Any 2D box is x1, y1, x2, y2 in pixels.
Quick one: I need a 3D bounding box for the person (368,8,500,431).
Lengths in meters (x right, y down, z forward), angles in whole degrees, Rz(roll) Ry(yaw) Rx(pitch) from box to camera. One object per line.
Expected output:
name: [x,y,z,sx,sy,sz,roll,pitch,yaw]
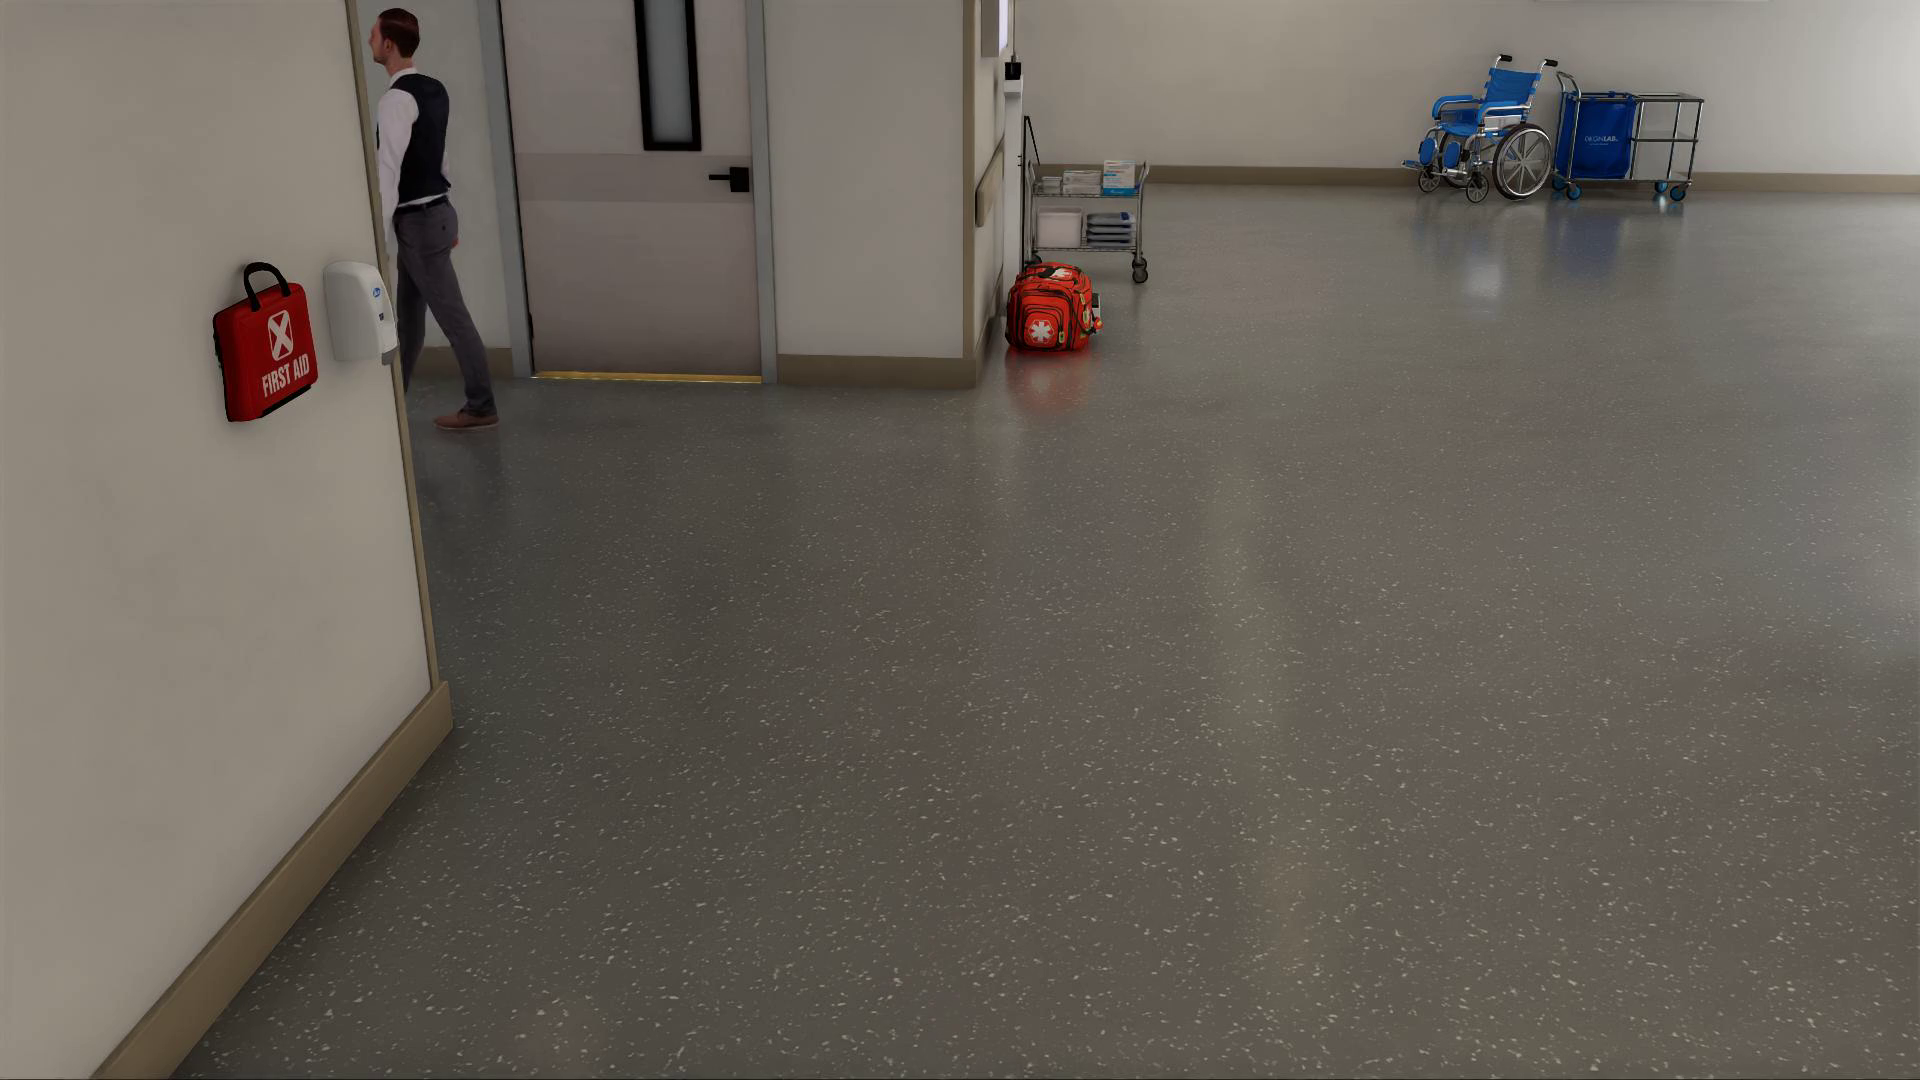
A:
person: [-2.369,-1.430,7.642,0.800,1.914,0.976,0,21,0]
